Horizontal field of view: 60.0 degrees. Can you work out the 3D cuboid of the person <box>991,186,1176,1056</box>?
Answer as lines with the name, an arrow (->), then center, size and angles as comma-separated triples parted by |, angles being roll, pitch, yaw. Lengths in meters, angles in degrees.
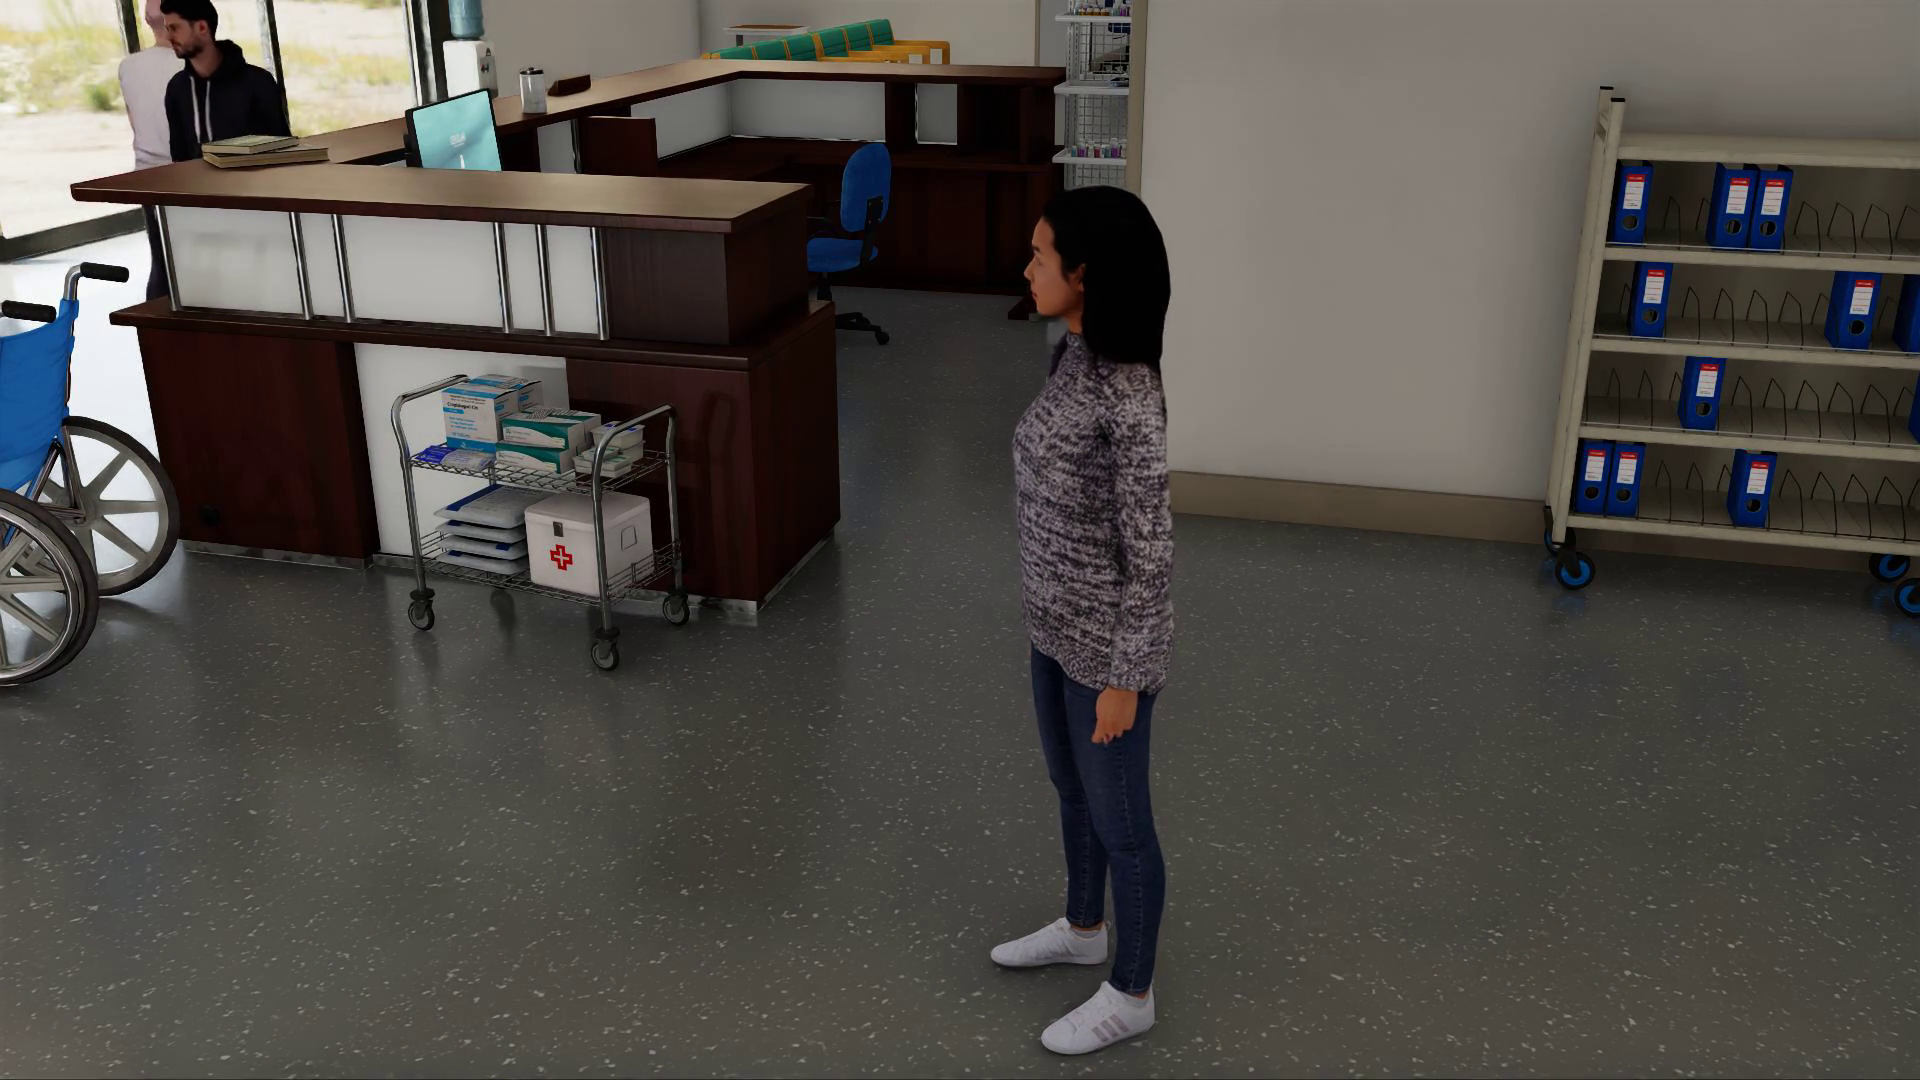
person -> 0.265, 0.175, 3.251 | 0.695, 1.731, 0.689 | -6, 22, -15

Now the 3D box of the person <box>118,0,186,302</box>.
person -> -3.795, -1.651, 8.001 | 1.216, 1.782, 0.923 | 1, 21, 2

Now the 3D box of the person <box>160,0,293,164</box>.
person -> -3.032, -1.396, 7.259 | 1.099, 1.830, 0.787 | 6, 21, 15
